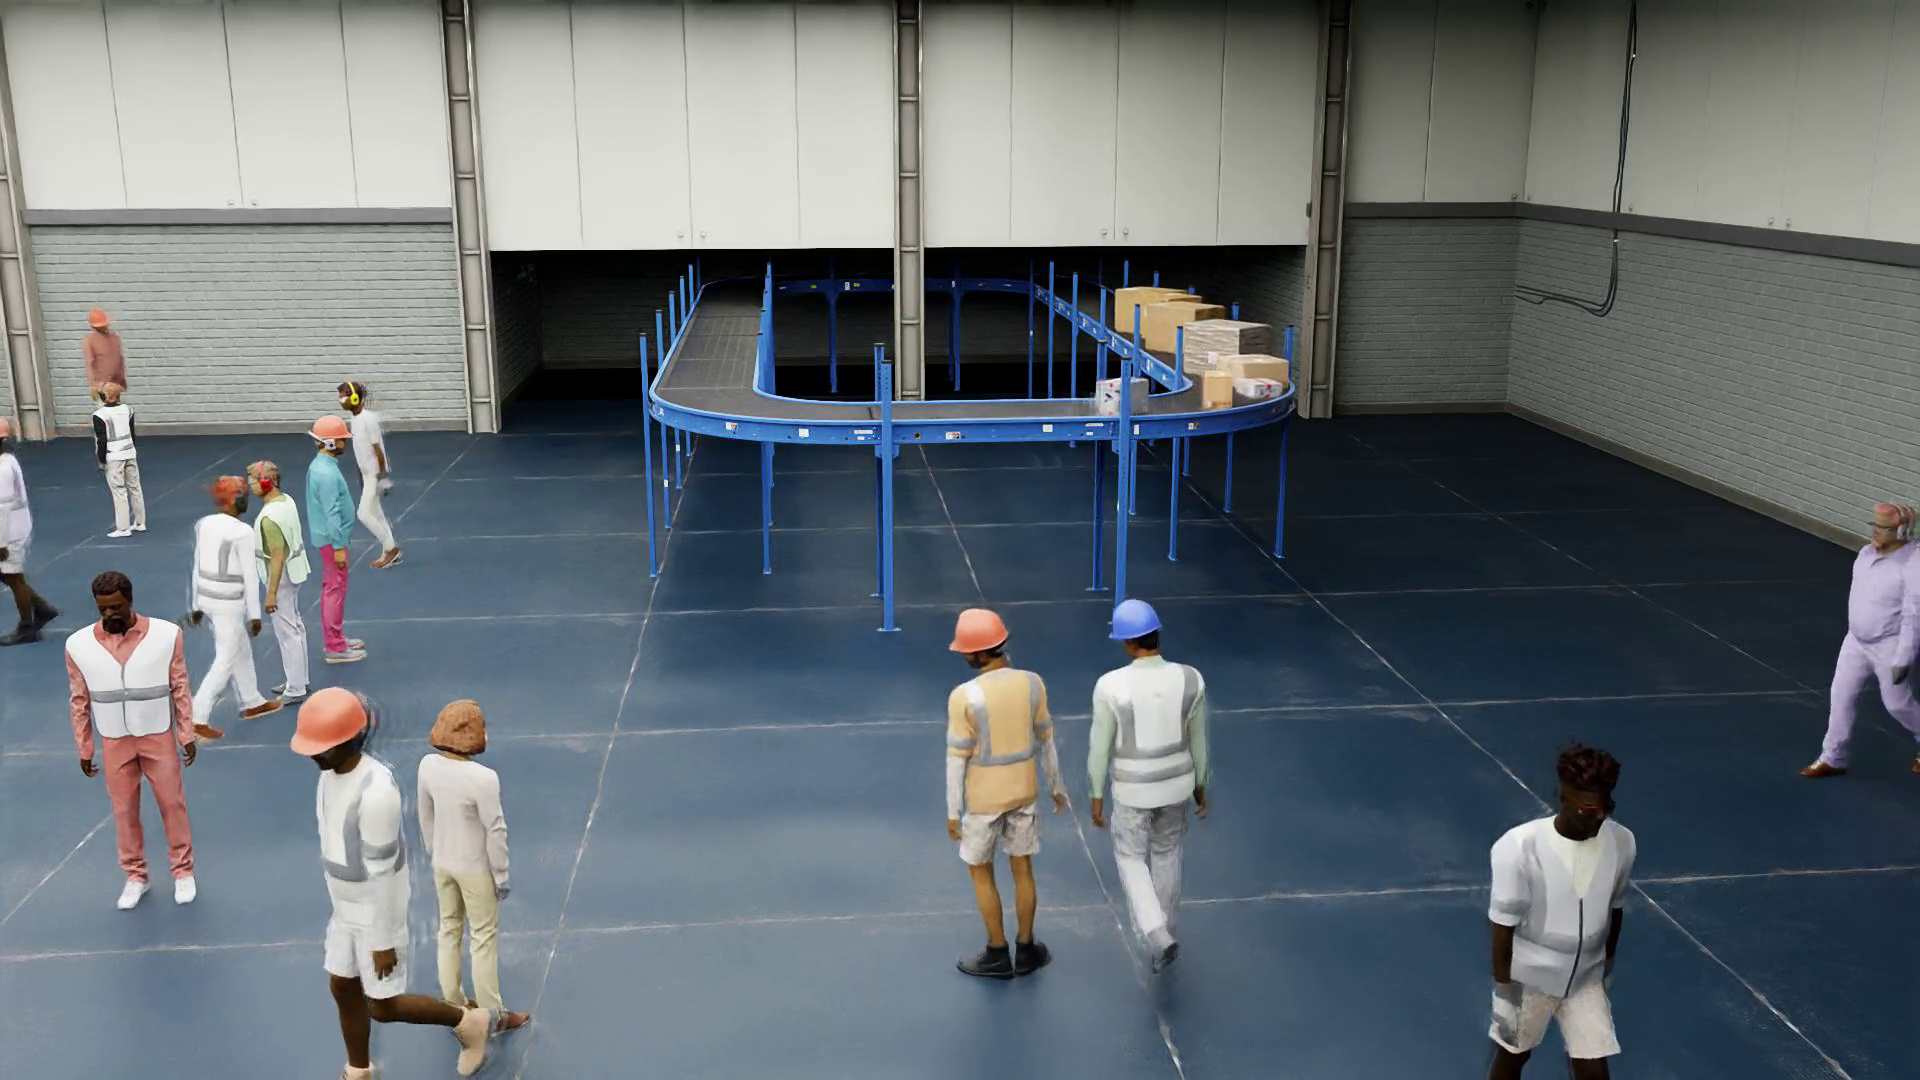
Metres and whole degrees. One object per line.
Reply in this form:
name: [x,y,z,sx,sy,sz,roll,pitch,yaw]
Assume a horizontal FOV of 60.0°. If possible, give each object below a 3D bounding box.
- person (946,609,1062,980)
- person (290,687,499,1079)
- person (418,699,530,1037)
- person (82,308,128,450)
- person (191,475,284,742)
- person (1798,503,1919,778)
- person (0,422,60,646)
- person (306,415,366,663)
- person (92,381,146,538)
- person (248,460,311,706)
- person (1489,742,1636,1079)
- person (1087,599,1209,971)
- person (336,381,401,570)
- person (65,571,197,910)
person: [0.208,1.265,8.368,0.657,1.915,0.434,-8,16,-29]
person: [-2.430,1.531,7.102,0.746,2.011,0.654,-13,19,-42]
person: [-2.315,1.538,7.830,0.501,1.631,0.285,8,16,29]
person: [-11.086,-2.042,21.529,0.566,1.959,0.655,3,14,12]
person: [-5.207,0.470,11.699,0.597,1.844,0.833,10,17,34]
person: [6.072,0.663,10.853,0.933,1.871,0.649,-3,14,-12]
person: [-7.839,-0.071,13.673,0.438,1.924,0.568,-7,16,-25]
person: [-4.986,-0.012,13.314,0.402,1.986,0.617,-6,15,-24]
person: [-8.773,-0.841,17.329,0.314,1.641,0.515,4,15,16]
person: [-5.011,0.314,12.293,0.390,1.846,0.565,-3,14,-12]
person: [2.349,1.730,6.449,0.622,1.933,0.815,-2,14,-7]
person: [0.972,1.260,8.382,0.661,1.909,0.682,-3,14,-13]
person: [-5.678,-0.618,16.038,0.462,1.836,0.541,-10,17,-36]
person: [-4.518,1.078,9.116,0.599,1.909,0.399,-5,15,-18]
